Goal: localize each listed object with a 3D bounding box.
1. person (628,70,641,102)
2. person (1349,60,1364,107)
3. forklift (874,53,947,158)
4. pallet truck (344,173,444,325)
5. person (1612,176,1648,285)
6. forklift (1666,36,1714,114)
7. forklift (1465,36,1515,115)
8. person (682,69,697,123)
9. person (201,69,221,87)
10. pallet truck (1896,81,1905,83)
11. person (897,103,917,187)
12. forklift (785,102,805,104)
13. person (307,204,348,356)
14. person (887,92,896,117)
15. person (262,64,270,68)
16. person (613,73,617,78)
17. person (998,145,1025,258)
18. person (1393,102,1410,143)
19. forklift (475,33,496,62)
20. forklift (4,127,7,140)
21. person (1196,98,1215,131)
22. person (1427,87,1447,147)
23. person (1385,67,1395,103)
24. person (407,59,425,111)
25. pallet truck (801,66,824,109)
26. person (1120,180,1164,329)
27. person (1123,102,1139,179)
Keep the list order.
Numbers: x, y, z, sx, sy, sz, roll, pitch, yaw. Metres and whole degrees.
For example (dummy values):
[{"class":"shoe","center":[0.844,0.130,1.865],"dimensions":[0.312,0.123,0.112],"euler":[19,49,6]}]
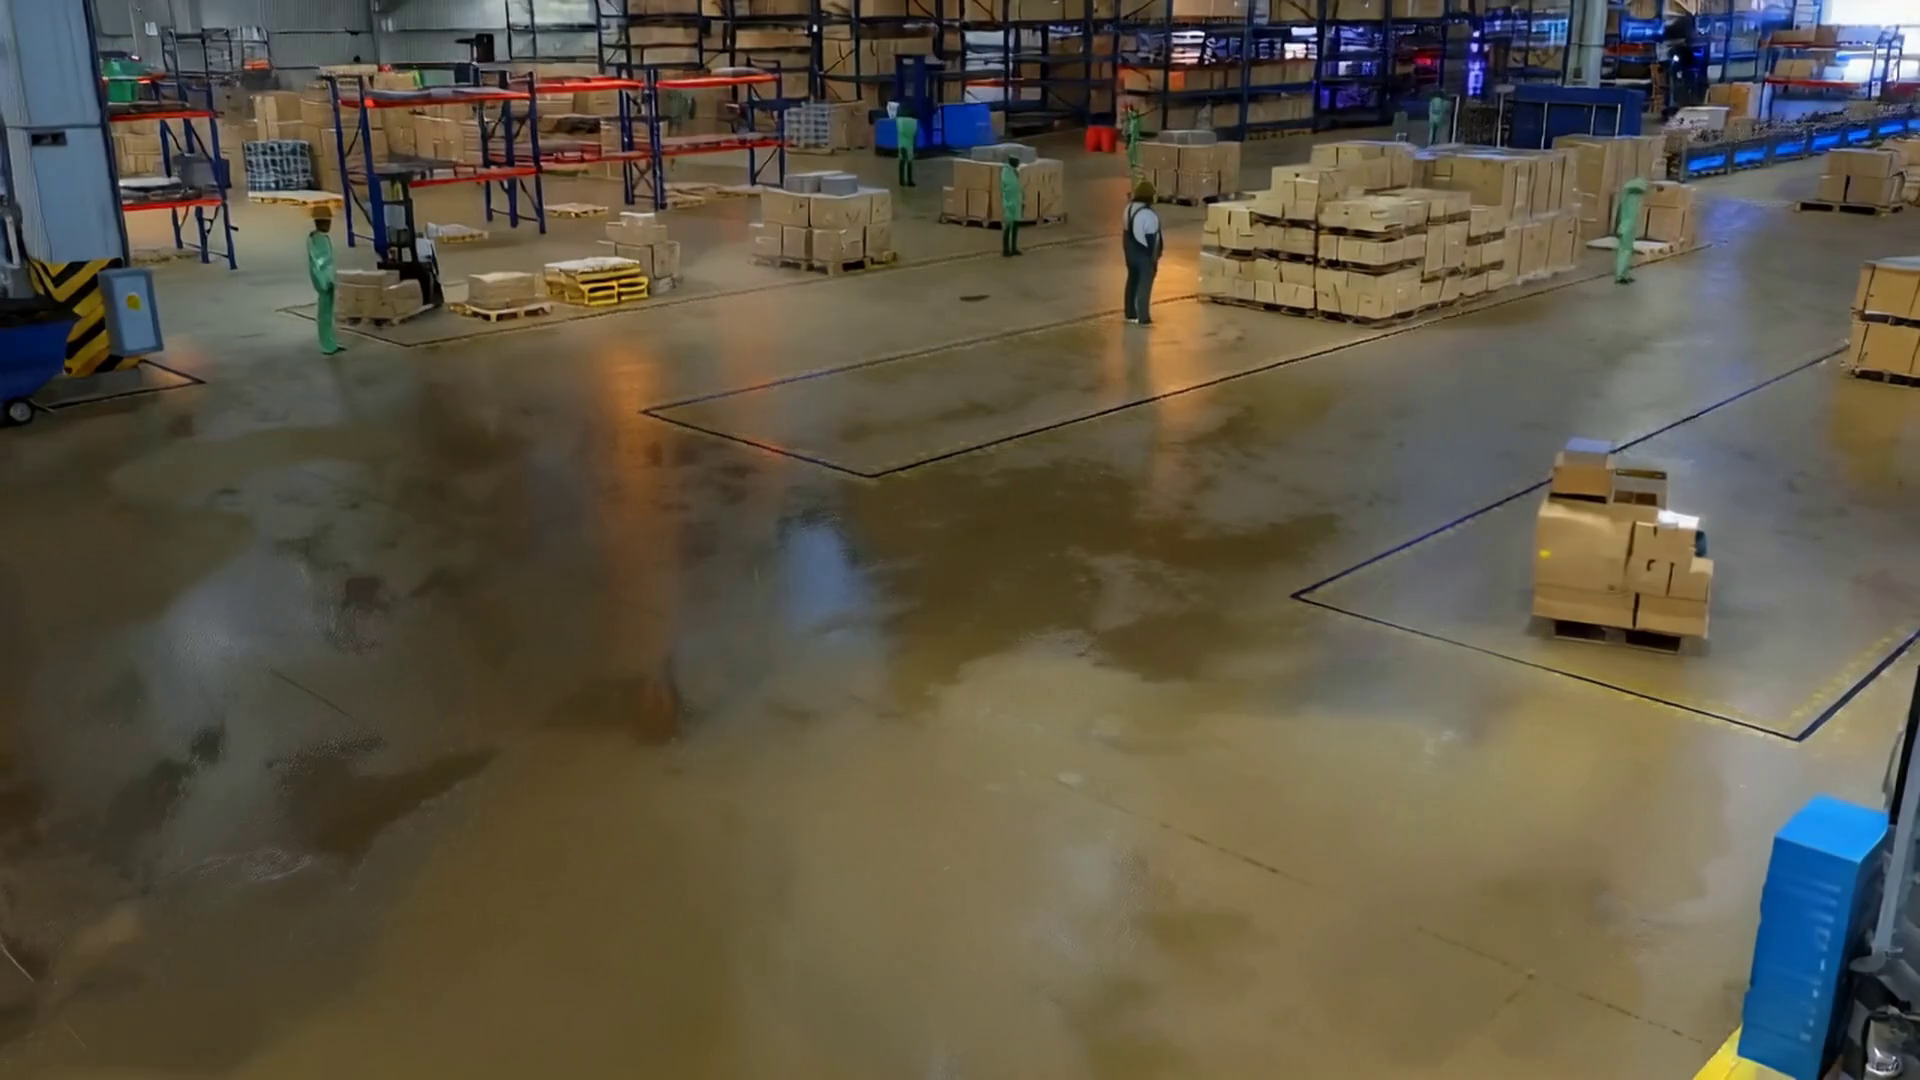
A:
[{"class":"person","center":[-11.046,-14.880,56.115],"dimensions":[0.593,1.920,0.391],"euler":[-10,21,-28]},{"class":"person","center":[14.611,-16.693,61.432],"dimensions":[0.503,2.009,0.671],"euler":[9,20,26]},{"class":"forklift","center":[-1.401,-12.084,46.190],"dimensions":[1.129,2.768,1.873],"euler":[17,25,41]},{"class":"pallet truck","center":[-8.209,-4.181,23.757],"dimensions":[0.823,1.965,1.885],"euler":[3,19,9]},{"class":"person","center":[10.676,-4.923,26.421],"dimensions":[0.343,1.730,0.538],"euler":[12,22,31]},{"class":"forklift","center":[27.341,-17.291,61.877],"dimensions":[1.129,2.768,1.873],"euler":[17,25,41]},{"class":"forklift","center":[19.973,-17.201,61.605],"dimensions":[1.873,2.768,1.129],"euler":[16,24,40]},{"class":"person","center":[-9.474,-15.521,58.183],"dimensions":[0.434,1.830,0.653],"euler":[-12,22,-32]},{"class":"person","center":[-25.752,-15.243,57.290],"dimensions":[0.642,1.881,1.051],"euler":[-9,20,-26]},{"class":"pallet truck","center":[34.802,-16.331,61.455],"dimensions":[0.653,1.274,1.630],"euler":[17,25,41]},{"class":"person","center":[-1.247,-9.367,39.457],"dimensions":[0.604,1.956,0.398],"euler":[17,25,41]},{"class":"forklift","center":[-7.333,-18.966,66.923],"dimensions":[1.873,2.768,1.129],"euler":[17,25,41]},{"class":"person","center":[-8.133,-3.340,21.334],"dimensions":[0.388,1.927,0.589],"euler":[-3,19,-10]},{"class":"person","center":[-1.863,-12.228,48.515],"dimensions":[0.524,1.668,0.800],"euler":[-8,20,-24]},{"class":"person","center":[-24.752,-15.936,59.225],"dimensions":[0.665,1.966,0.664],"euler":[1,18,2]},{"class":"person","center":[-11.017,-14.058,53.610],"dimensions":[0.632,1.940,0.372],"euler":[3,19,8]},{"class":"person","center":[0.925,-5.934,29.134],"dimensions":[0.544,1.938,0.356],"euler":[-16,24,-40]},{"class":"person","center":[11.958,-11.026,45.016],"dimensions":[0.555,1.586,0.766],"euler":[-7,19,-19]},{"class":"forklift","center":[-18.639,-18.554,65.683],"dimensions":[1.129,2.768,1.873],"euler":[17,25,41]},{"class":"forklift","center":[-29.475,-13.794,51.341],"dimensions":[1.129,2.768,1.873],"euler":[17,25,41]},{"class":"person","center":[6.883,-11.552,46.592],"dimensions":[0.543,1.591,0.878],"euler":[-12,22,-33]},{"class":"person","center":[13.425,-11.752,46.739],"dimensions":[0.565,1.882,0.975],"euler":[15,24,38]},{"class":"person","center":[15.873,-16.641,61.681],"dimensions":[0.629,1.743,0.557],"euler":[16,24,40]},{"class":"person","center":[-20.904,-17.461,63.856],"dimensions":[0.545,1.942,0.353],"euler":[5,19,15]},{"class":"pallet truck","center":[-4.812,-15.182,56.903],"dimensions":[0.823,1.965,1.885],"euler":[-9,21,-26]},{"class":"person","center":[2.557,-3.961,23.028],"dimensions":[0.537,2.000,0.689],"euler":[-10,21,-28]},{"class":"person","center":[4.232,-9.859,41.069],"dimensions":[0.318,1.868,0.531],"euler":[8,20,23]}]
